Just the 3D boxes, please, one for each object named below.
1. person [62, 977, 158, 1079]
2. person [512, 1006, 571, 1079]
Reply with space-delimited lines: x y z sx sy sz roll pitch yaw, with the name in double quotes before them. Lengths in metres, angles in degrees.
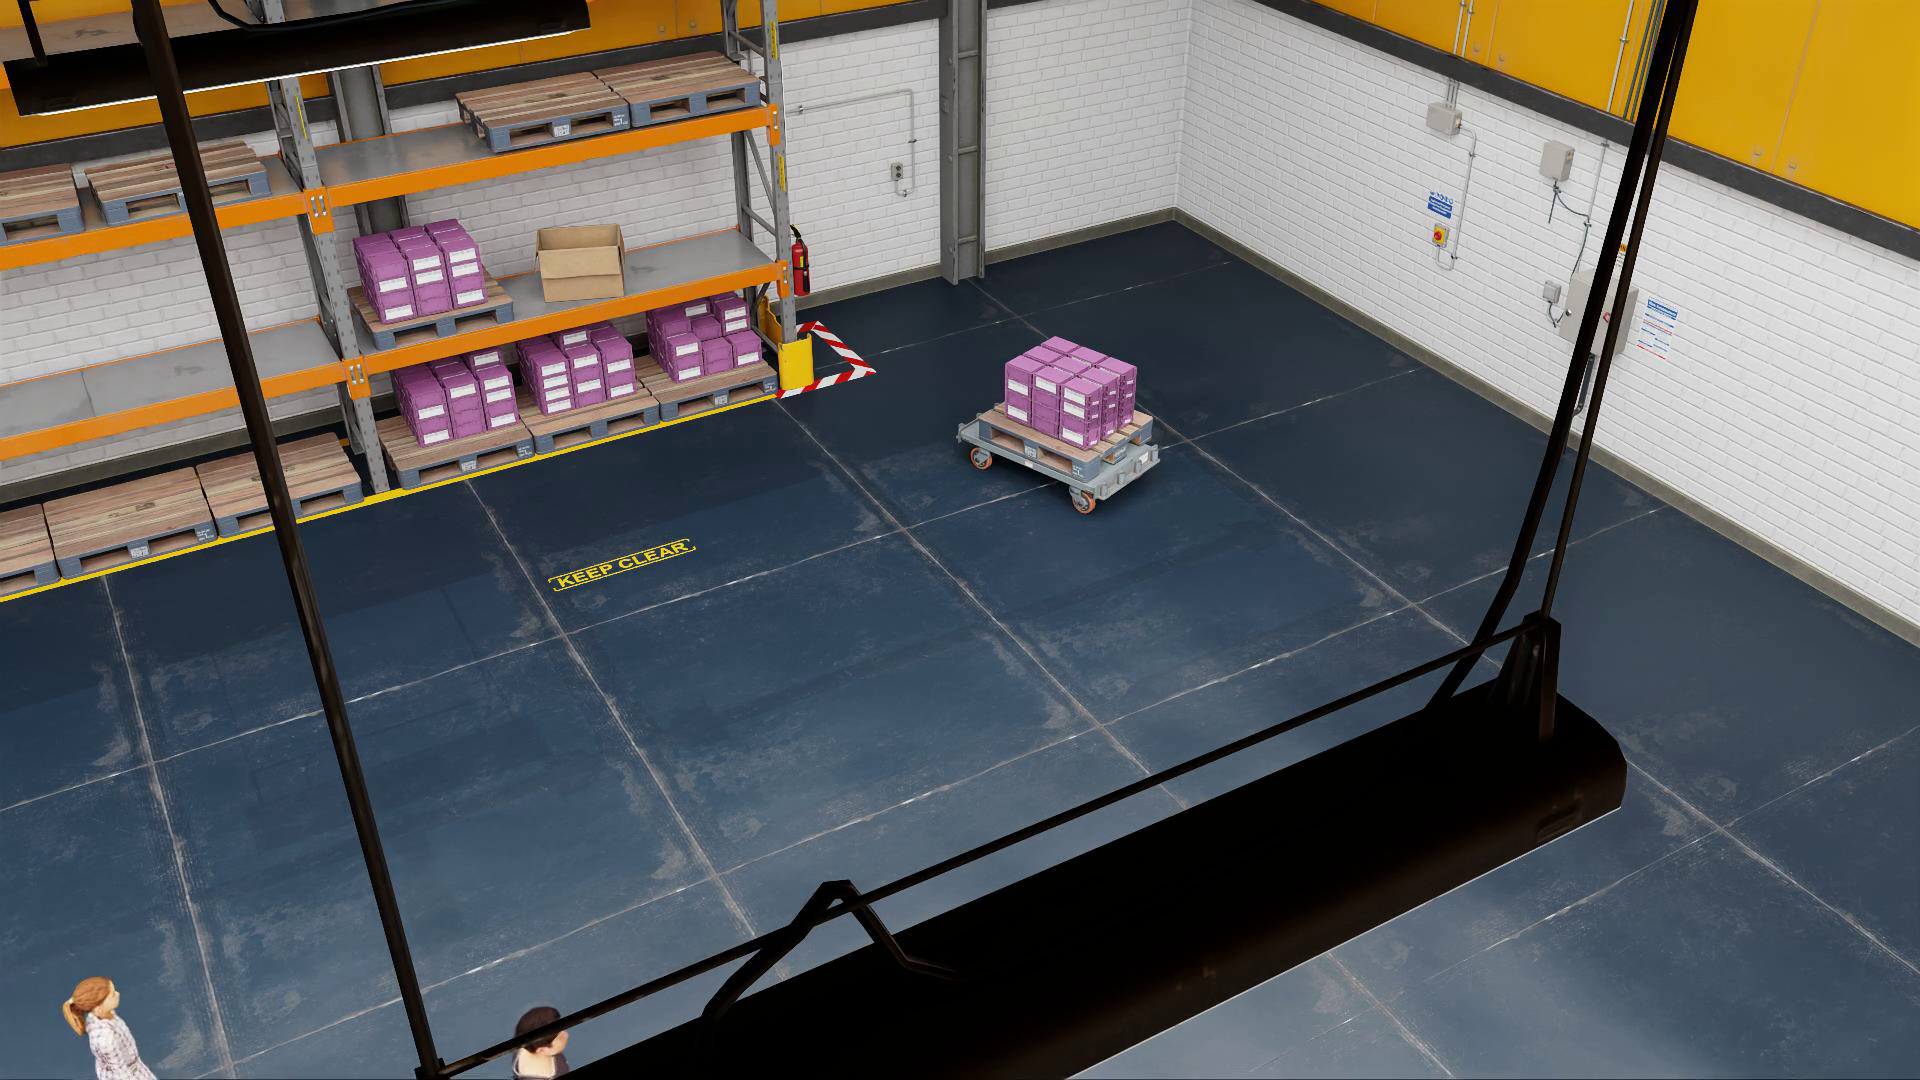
"person" -4.431 2.792 8.661 0.644 1.301 0.553 -15 36 -21
"person" -2.003 2.899 8.132 0.618 1.709 0.660 -10 35 -14
